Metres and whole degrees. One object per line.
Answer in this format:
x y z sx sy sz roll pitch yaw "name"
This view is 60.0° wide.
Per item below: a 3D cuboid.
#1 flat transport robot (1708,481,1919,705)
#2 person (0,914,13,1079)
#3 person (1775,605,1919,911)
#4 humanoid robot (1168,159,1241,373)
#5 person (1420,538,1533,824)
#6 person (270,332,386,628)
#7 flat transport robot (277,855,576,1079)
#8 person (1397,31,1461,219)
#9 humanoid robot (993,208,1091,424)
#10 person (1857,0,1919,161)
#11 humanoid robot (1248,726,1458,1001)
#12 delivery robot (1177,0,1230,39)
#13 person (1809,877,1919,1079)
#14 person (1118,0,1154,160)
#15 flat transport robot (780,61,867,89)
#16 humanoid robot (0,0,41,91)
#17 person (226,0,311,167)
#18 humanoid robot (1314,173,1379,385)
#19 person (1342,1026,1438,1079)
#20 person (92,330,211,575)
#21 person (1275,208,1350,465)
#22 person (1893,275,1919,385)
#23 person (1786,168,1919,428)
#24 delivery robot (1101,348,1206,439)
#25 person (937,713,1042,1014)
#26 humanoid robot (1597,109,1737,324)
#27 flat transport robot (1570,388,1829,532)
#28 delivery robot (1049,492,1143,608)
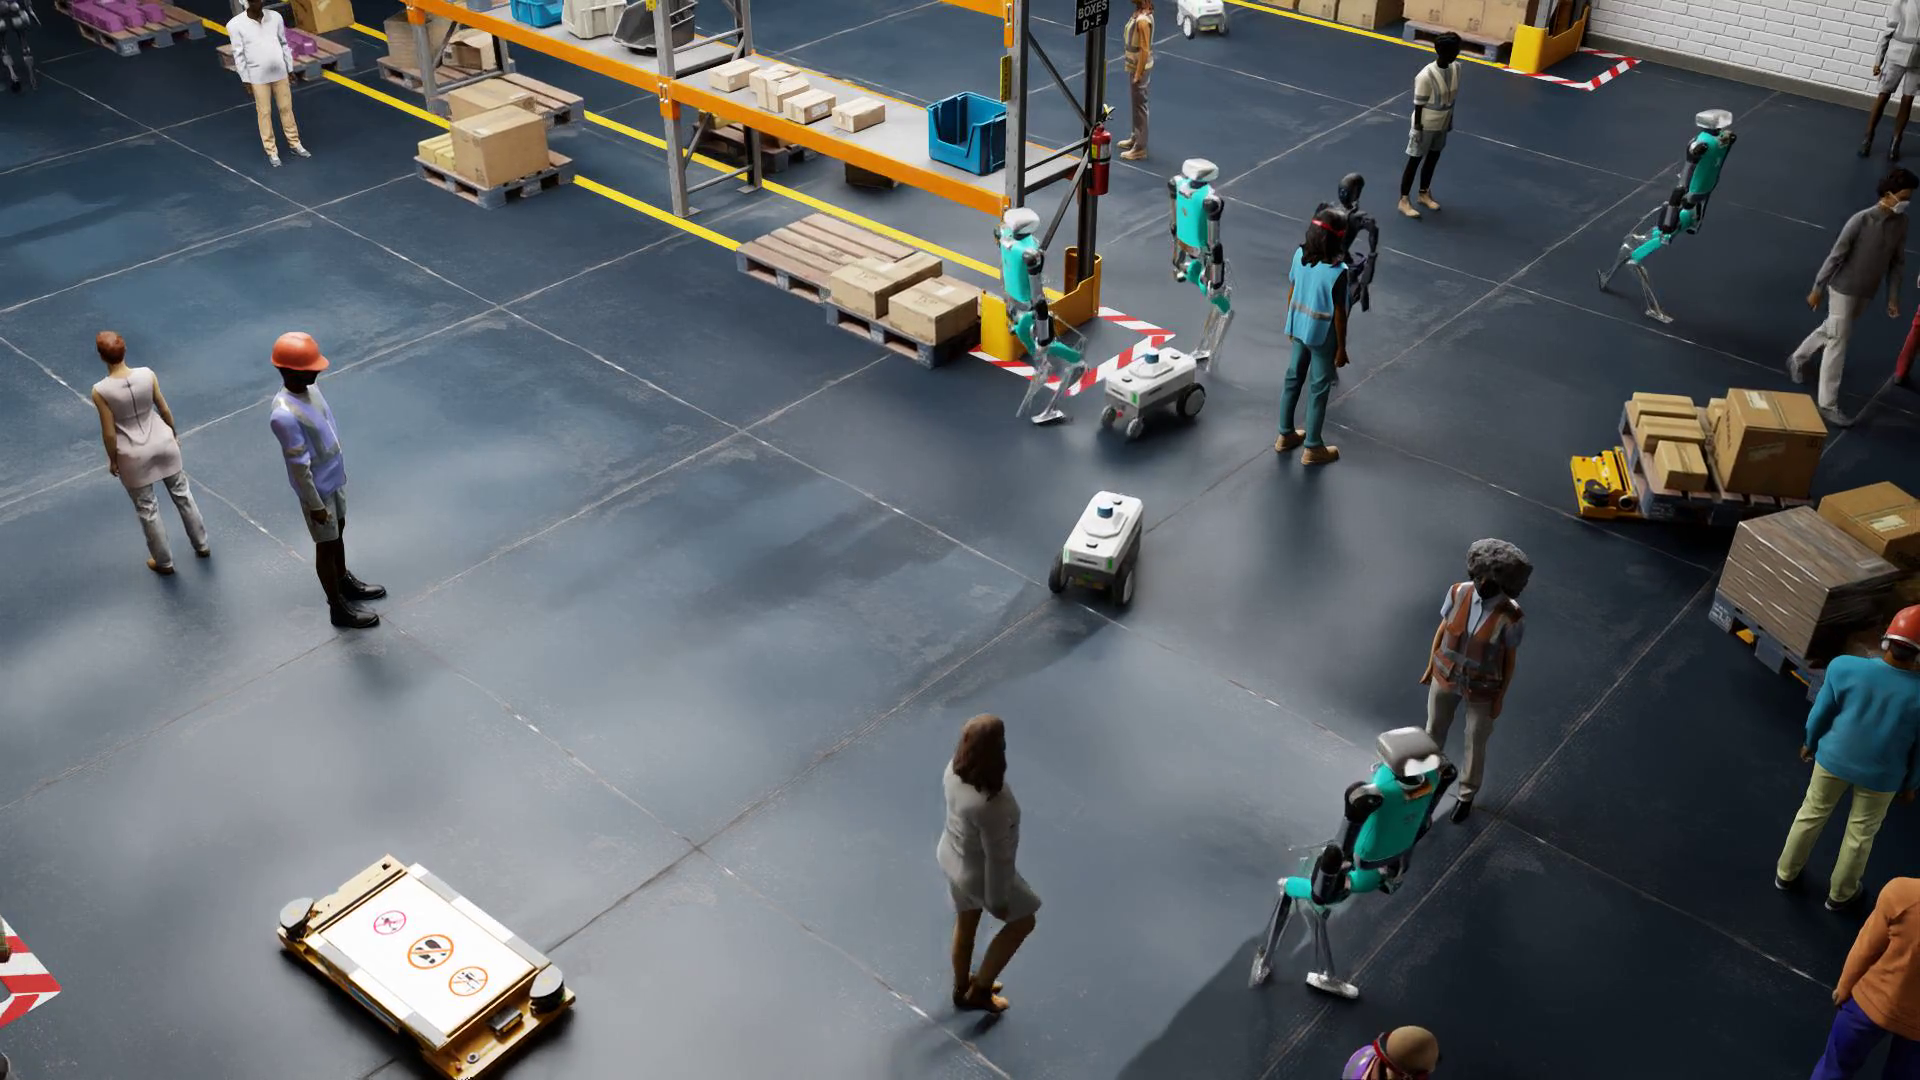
5.217 0.721 9.766 0.659 0.231 1.431 -12 36 -17 "flat transport robot"
-4.317 1.743 6.945 0.628 1.803 0.468 -12 36 -16 "person"
4.339 1.050 7.989 0.559 1.743 0.332 26 42 32 "person"
1.915 -2.052 12.492 0.781 1.773 0.547 -20 39 -26 "humanoid robot"
2.603 0.713 8.524 0.437 1.690 0.316 25 42 31 "person"
-3.772 -0.358 9.867 0.361 1.932 0.542 -3 35 -5 "person"
-2.559 1.999 7.915 1.431 0.231 0.659 24 41 31 "flat transport robot"
4.253 -3.750 14.993 0.535 1.691 0.319 -23 41 -29 "person"
0.634 -1.546 11.774 0.802 1.777 0.545 -17 38 -22 "humanoid robot"
9.144 -4.630 16.066 0.546 1.924 0.382 14 37 19 "person"
1.666 1.395 7.500 0.578 1.771 0.878 -16 38 -22 "humanoid robot"
2.844 -6.264 19.627 0.499 0.587 0.788 -8 35 -12 "delivery robot"
3.781 1.851 6.635 0.516 1.973 0.402 18 39 25 "person"
1.706 -4.577 16.111 0.322 1.776 0.481 1 35 1 "person"
-1.711 -4.813 17.783 1.431 0.231 0.659 24 41 30 "flat transport robot"
-10.158 -5.604 17.688 0.600 1.642 0.376 -16 38 -22 "humanoid robot"
-6.671 -4.509 16.032 0.319 1.755 0.563 28 43 34 "person"
2.870 -1.999 12.474 0.600 1.651 0.481 25 42 31 "humanoid robot"
1.514 2.371 6.127 0.348 1.687 0.492 -9 36 -12 "person"
-5.082 -0.543 10.377 0.271 1.654 0.455 28 43 34 "person"
2.442 -1.385 11.410 0.391 1.868 0.514 -23 41 -30 "person"
7.365 -1.923 12.291 0.517 1.754 0.356 29 44 35 "person"
6.480 -1.839 12.086 0.515 1.856 0.936 -10 36 -14 "person"
1.408 -1.122 12.197 0.805 0.609 0.499 -27 43 -33 "delivery robot"
0.107 1.471 7.456 0.393 1.642 0.518 -18 38 -24 "person"
5.583 -2.680 13.422 0.551 1.788 0.925 -24 41 -30 "humanoid robot"
4.941 -0.338 11.300 1.431 0.231 0.659 6 35 8 "flat transport robot"
0.901 0.034 10.517 0.499 0.604 0.801 13 37 17 "delivery robot"
